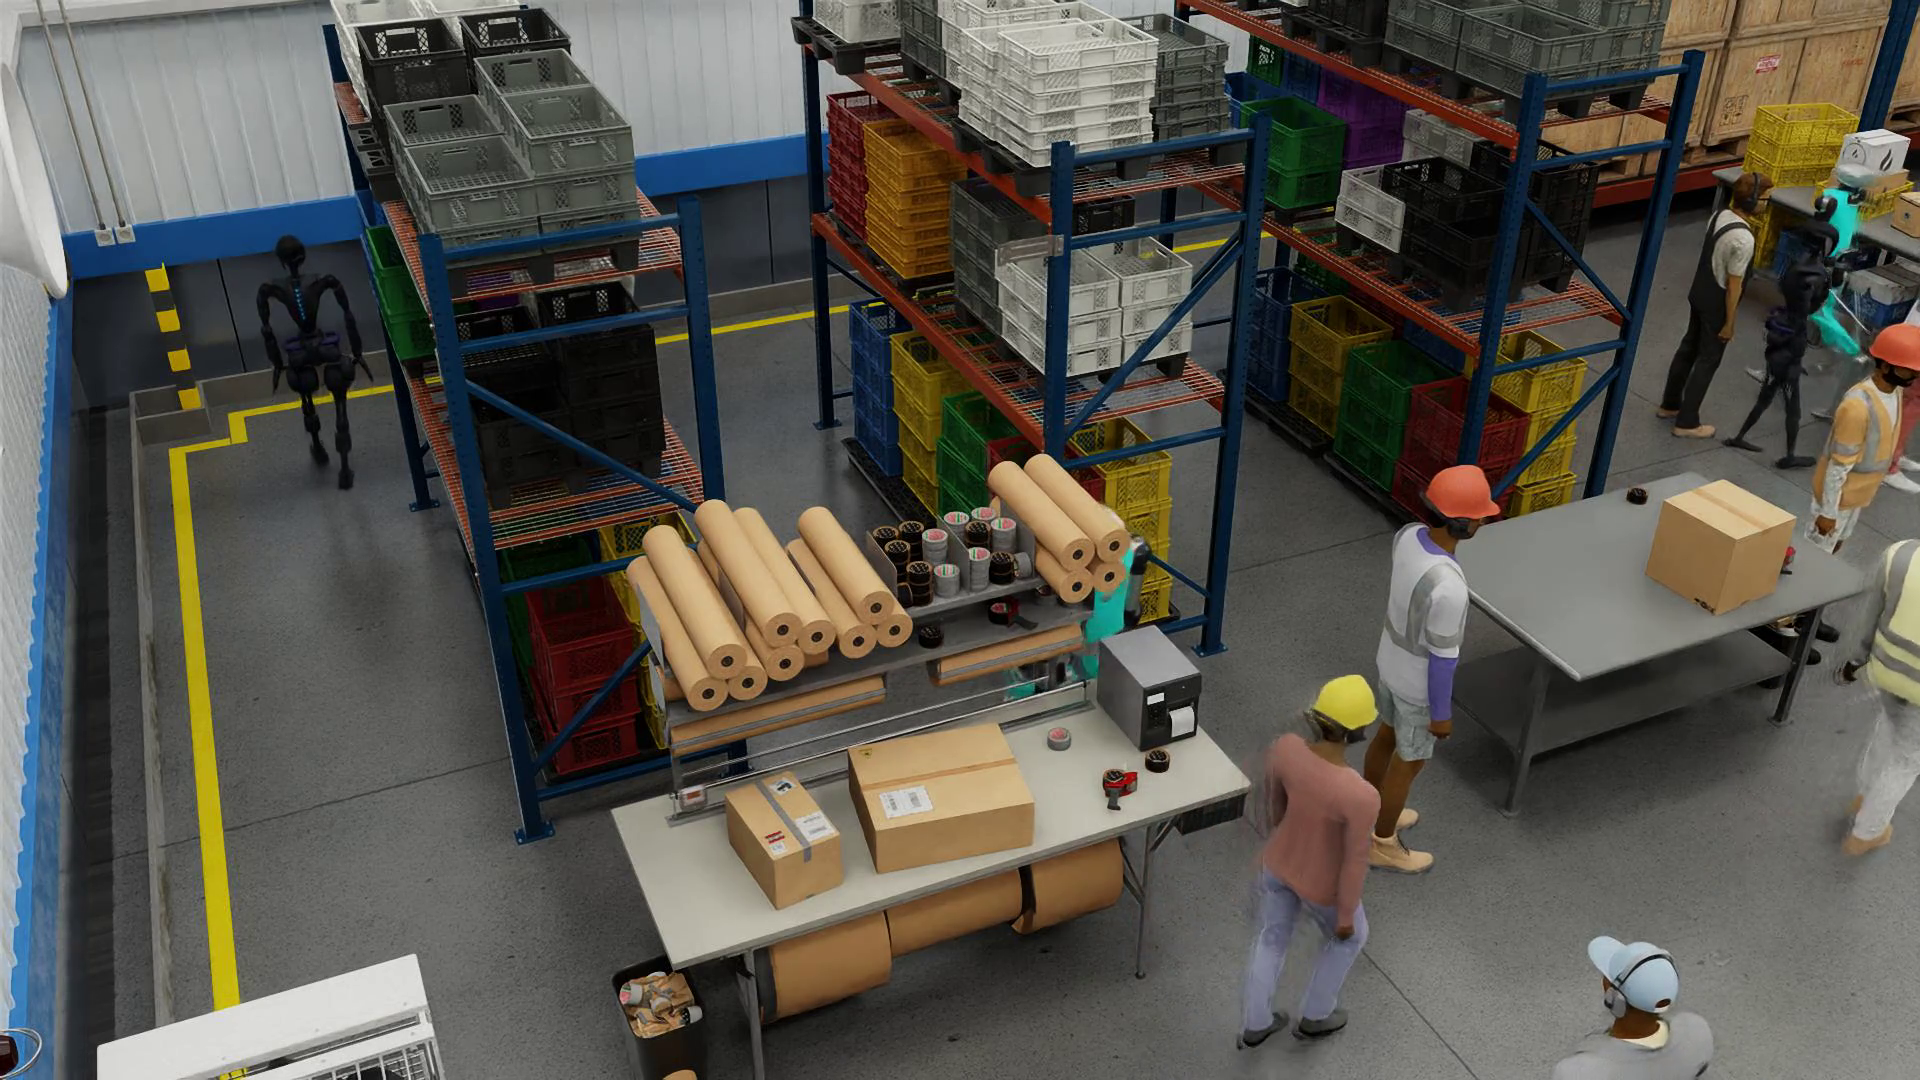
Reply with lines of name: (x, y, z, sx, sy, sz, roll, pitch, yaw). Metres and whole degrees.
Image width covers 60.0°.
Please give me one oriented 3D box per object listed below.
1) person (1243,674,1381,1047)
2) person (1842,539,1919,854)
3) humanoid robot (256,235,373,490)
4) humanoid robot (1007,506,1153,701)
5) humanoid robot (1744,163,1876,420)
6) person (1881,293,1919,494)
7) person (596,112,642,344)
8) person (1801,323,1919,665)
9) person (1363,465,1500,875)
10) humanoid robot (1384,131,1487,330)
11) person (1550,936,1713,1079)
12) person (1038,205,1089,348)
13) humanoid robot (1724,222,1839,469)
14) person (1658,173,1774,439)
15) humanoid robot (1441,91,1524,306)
person: (1.398, 1.275, 6.483, 0.593, 1.741, 0.555, -21, 38, -31)
person: (4.393, 0.615, 7.492, 0.621, 1.816, 0.657, -17, 36, -26)
humanoid robot: (-4.067, -1.167, 10.531, 0.596, 1.638, 0.641, -10, 33, -15)
humanoid robot: (0.471, 0.533, 7.724, 0.544, 1.778, 0.791, -17, 36, -26)
humanoid robot: (5.968, -1.624, 11.237, 0.582, 1.756, 1.032, -23, 39, -33)
person: (6.087, -1.236, 10.407, 0.374, 1.914, 0.595, 15, 35, 23)
person: (-2.554, -2.221, 12.086, 0.384, 1.836, 0.566, 20, 37, 29)
person: (4.712, -0.255, 8.793, 0.545, 1.938, 0.376, -27, 41, -36)
person: (2.047, 0.579, 7.352, 0.406, 2.037, 0.606, -2, 32, -3)
humanoid robot: (3.322, -2.203, 12.151, 0.547, 1.736, 0.952, -26, 40, -35)
person: (1.985, 1.969, 5.263, 0.597, 1.850, 0.396, -14, 34, -21)
person: (0.618, -1.987, 11.817, 0.564, 1.702, 0.388, 1, 32, 2)
humanoid robot: (5.399, -1.265, 10.699, 0.528, 1.641, 0.596, 11, 33, 17)
person: (4.993, -1.533, 10.969, 0.351, 1.836, 0.509, -2, 32, -3)
humanoid robot: (4.140, -2.474, 12.597, 0.967, 1.736, 0.536, 24, 39, 33)
